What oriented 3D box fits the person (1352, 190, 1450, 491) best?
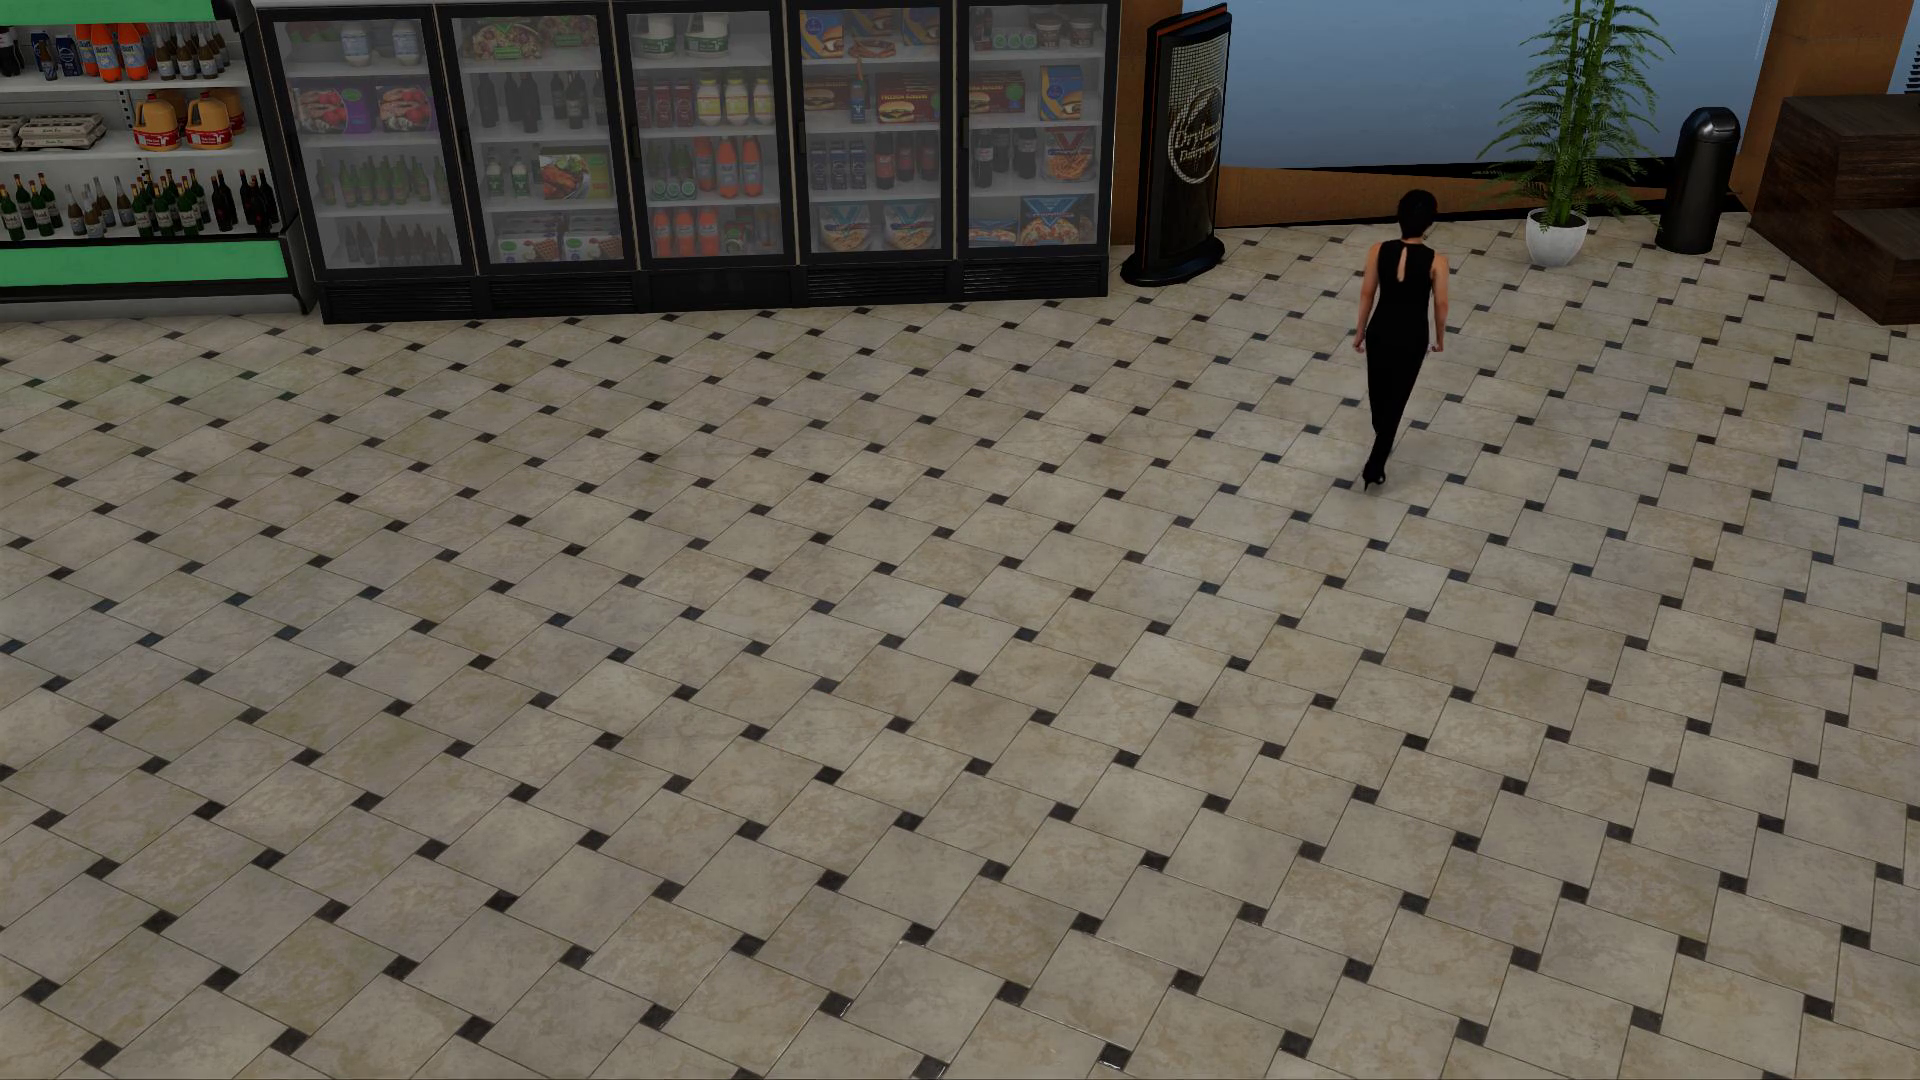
[{"bbox_3d":[2.220,-0.982,8.574,0.997,1.569,0.994,18,36,27],"label":"person"}]
